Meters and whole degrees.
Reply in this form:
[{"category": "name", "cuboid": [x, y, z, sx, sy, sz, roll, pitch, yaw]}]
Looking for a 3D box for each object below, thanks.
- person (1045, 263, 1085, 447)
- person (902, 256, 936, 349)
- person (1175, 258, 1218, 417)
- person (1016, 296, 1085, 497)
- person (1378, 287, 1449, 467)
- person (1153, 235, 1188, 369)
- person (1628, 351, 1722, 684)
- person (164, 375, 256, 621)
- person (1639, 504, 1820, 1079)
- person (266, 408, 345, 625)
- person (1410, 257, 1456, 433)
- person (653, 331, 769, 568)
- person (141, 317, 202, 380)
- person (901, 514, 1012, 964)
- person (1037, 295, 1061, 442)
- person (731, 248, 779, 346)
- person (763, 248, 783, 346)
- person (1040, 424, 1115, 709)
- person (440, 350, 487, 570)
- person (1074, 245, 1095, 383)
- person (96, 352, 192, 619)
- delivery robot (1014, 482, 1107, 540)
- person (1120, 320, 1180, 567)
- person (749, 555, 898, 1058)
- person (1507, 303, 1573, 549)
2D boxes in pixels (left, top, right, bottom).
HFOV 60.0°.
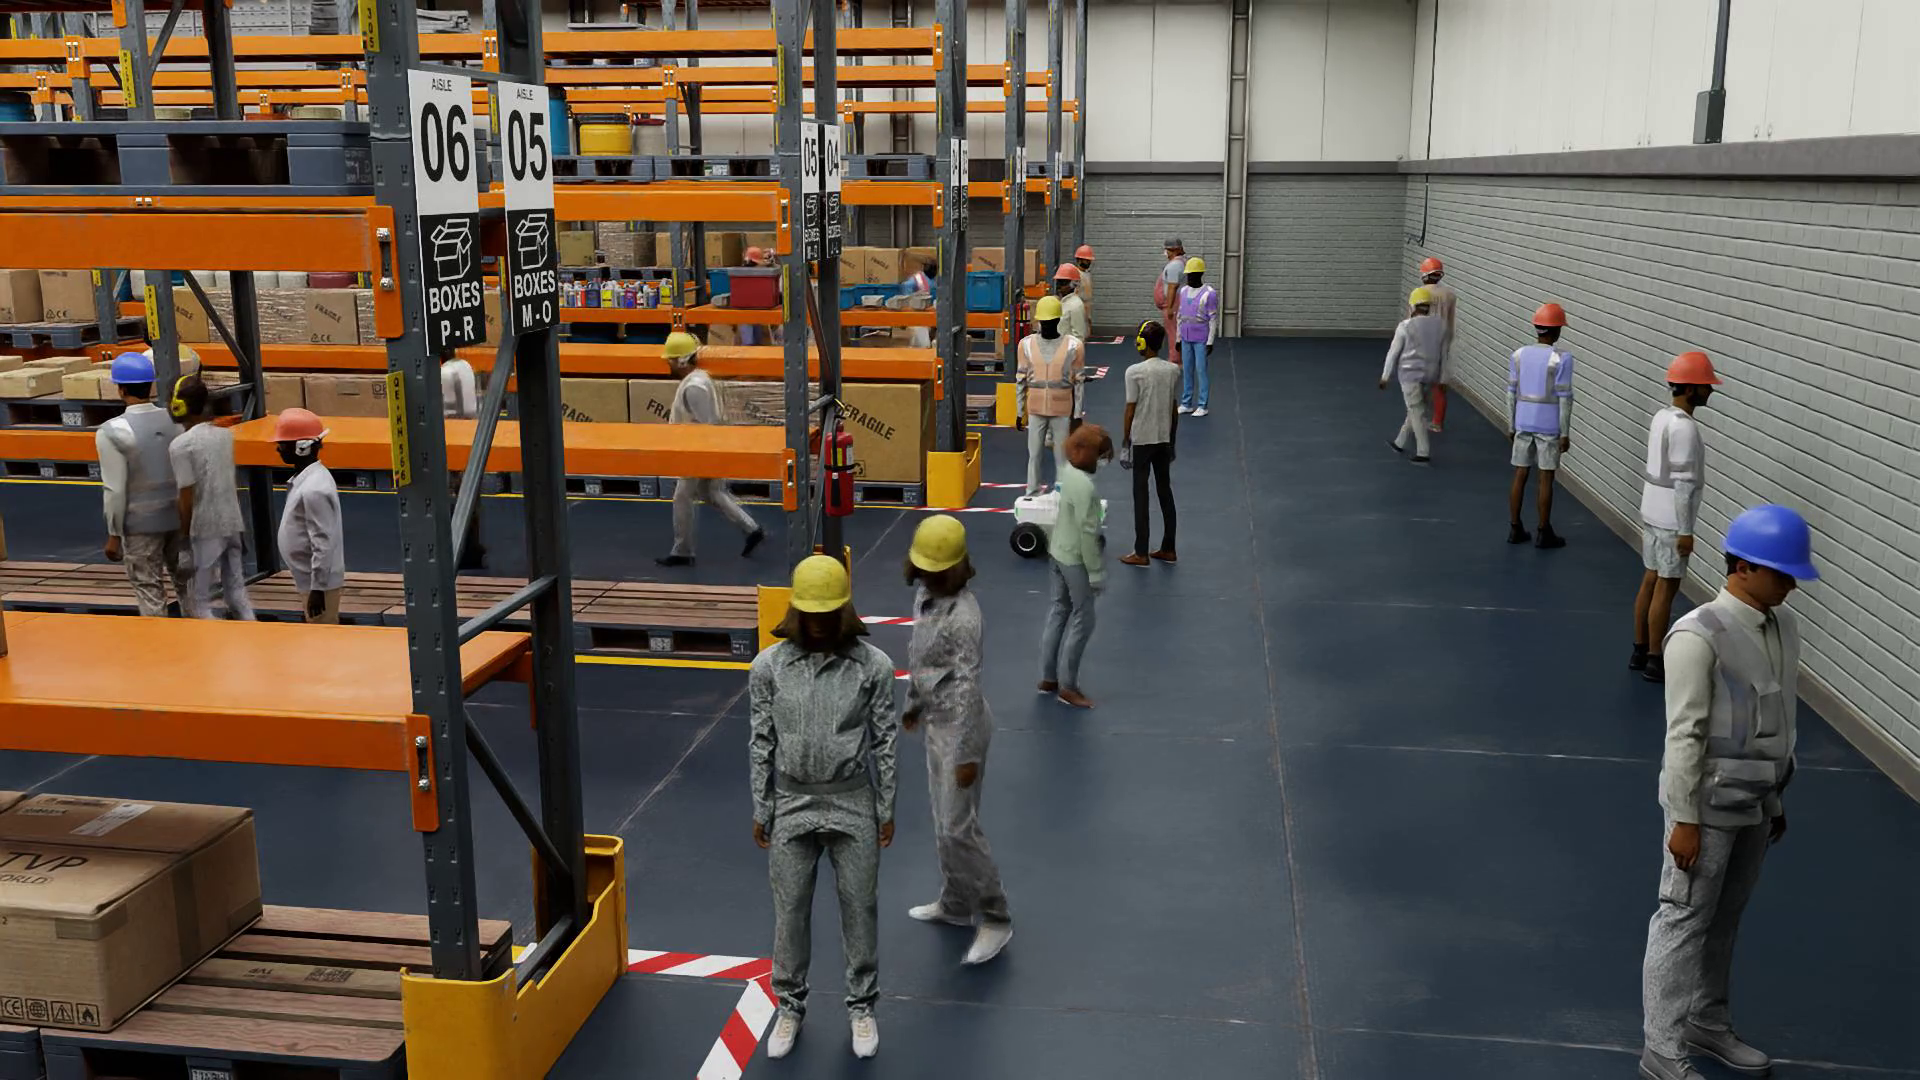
[{"category": "person", "cuboid": [1.142, -1.941, 17.729, 0.369, 1.996, 0.622, -3, 13, -13]}, {"category": "person", "cuboid": [-0.484, -3.122, 23.591, 0.970, 1.770, 0.636, 11, 17, 41]}, {"category": "person", "cuboid": [2.857, -2.467, 20.266, 0.367, 1.926, 0.594, -11, 16, -40]}, {"category": "person", "cuboid": [0.759, -1.109, 14.142, 0.593, 1.922, 0.383, 3, 13, 14]}, {"category": "person", "cuboid": [4.623, -1.682, 17.036, 0.611, 1.779, 0.916, -5, 13, -22]}, {"category": "person", "cuboid": [3.152, -3.534, 24.826, 0.535, 2.000, 0.689, 5, 13, 20]}, {"category": "person", "cuboid": [4.168, -0.130, 9.693, 0.364, 1.939, 0.542, 1, 13, 6]}, {"category": "person", "cuboid": [-4.217, -0.008, 9.394, 0.456, 1.842, 0.533, 3, 13, 15]}, {"category": "person", "cuboid": [2.460, 0.833, 5.338, 0.602, 1.943, 0.394, -9, 16, -36]}, {"category": "person", "cuboid": [-3.398, 0.178, 8.724, 0.329, 1.751, 0.570, -6, 14, -25]}, {"category": "person", "cuboid": [5.334, -2.204, 18.921, 0.608, 1.996, 0.382, -5, 13, -22]}, {"category": "person", "cuboid": [-1.892, -0.683, 12.551, 0.829, 1.794, 0.604, -2, 13, -8]}, {"category": "person", "cuboid": [-6.376, -0.900, 13.384, 0.429, 1.847, 0.627, 4, 13, 19]}, {"category": "person", "cuboid": [-0.041, 0.721, 6.357, 0.388, 1.723, 0.647, -4, 13, -16]}, {"category": "person", "cuboid": [1.037, -1.854, 18.177, 0.317, 1.631, 0.523, -12, 17, -43]}, {"category": "person", "cuboid": [-2.819, -3.034, 22.812, 0.604, 1.923, 0.989, -7, 14, -30]}, {"category": "person", "cuboid": [-2.627, -3.153, 23.442, 0.396, 1.901, 0.644, -1, 13, -5]}, {"category": "person", "cuboid": [0.656, 0.130, 9.297, 0.362, 1.602, 0.589, -2, 13, -8]}, {"category": "person", "cuboid": [-3.766, -0.706, 12.348, 0.412, 1.919, 0.555, 2, 13, 7]}, {"category": "person", "cuboid": [1.721, -3.174, 23.442, 0.376, 1.932, 0.551, 7, 14, 28]}, {"category": "person", "cuboid": [-4.640, -0.106, 9.560, 0.398, 1.949, 0.604, 7, 14, 28]}, {"category": "delivery robot", "cuboid": [0.786, -0.205, 12.966, 0.707, 0.478, 0.477, 2, 13, 9]}, {"category": "person", "cuboid": [1.436, -0.726, 12.573, 0.507, 1.861, 0.326, -8, 15, -31]}, {"category": "person", "cuboid": [-0.454, 0.893, 5.536, 0.494, 1.738, 0.321, 0, 12, 0]}, {"category": "person", "cuboid": [4.603, -0.905, 13.192, 0.372, 1.939, 0.544, -9, 16, -37]}]
